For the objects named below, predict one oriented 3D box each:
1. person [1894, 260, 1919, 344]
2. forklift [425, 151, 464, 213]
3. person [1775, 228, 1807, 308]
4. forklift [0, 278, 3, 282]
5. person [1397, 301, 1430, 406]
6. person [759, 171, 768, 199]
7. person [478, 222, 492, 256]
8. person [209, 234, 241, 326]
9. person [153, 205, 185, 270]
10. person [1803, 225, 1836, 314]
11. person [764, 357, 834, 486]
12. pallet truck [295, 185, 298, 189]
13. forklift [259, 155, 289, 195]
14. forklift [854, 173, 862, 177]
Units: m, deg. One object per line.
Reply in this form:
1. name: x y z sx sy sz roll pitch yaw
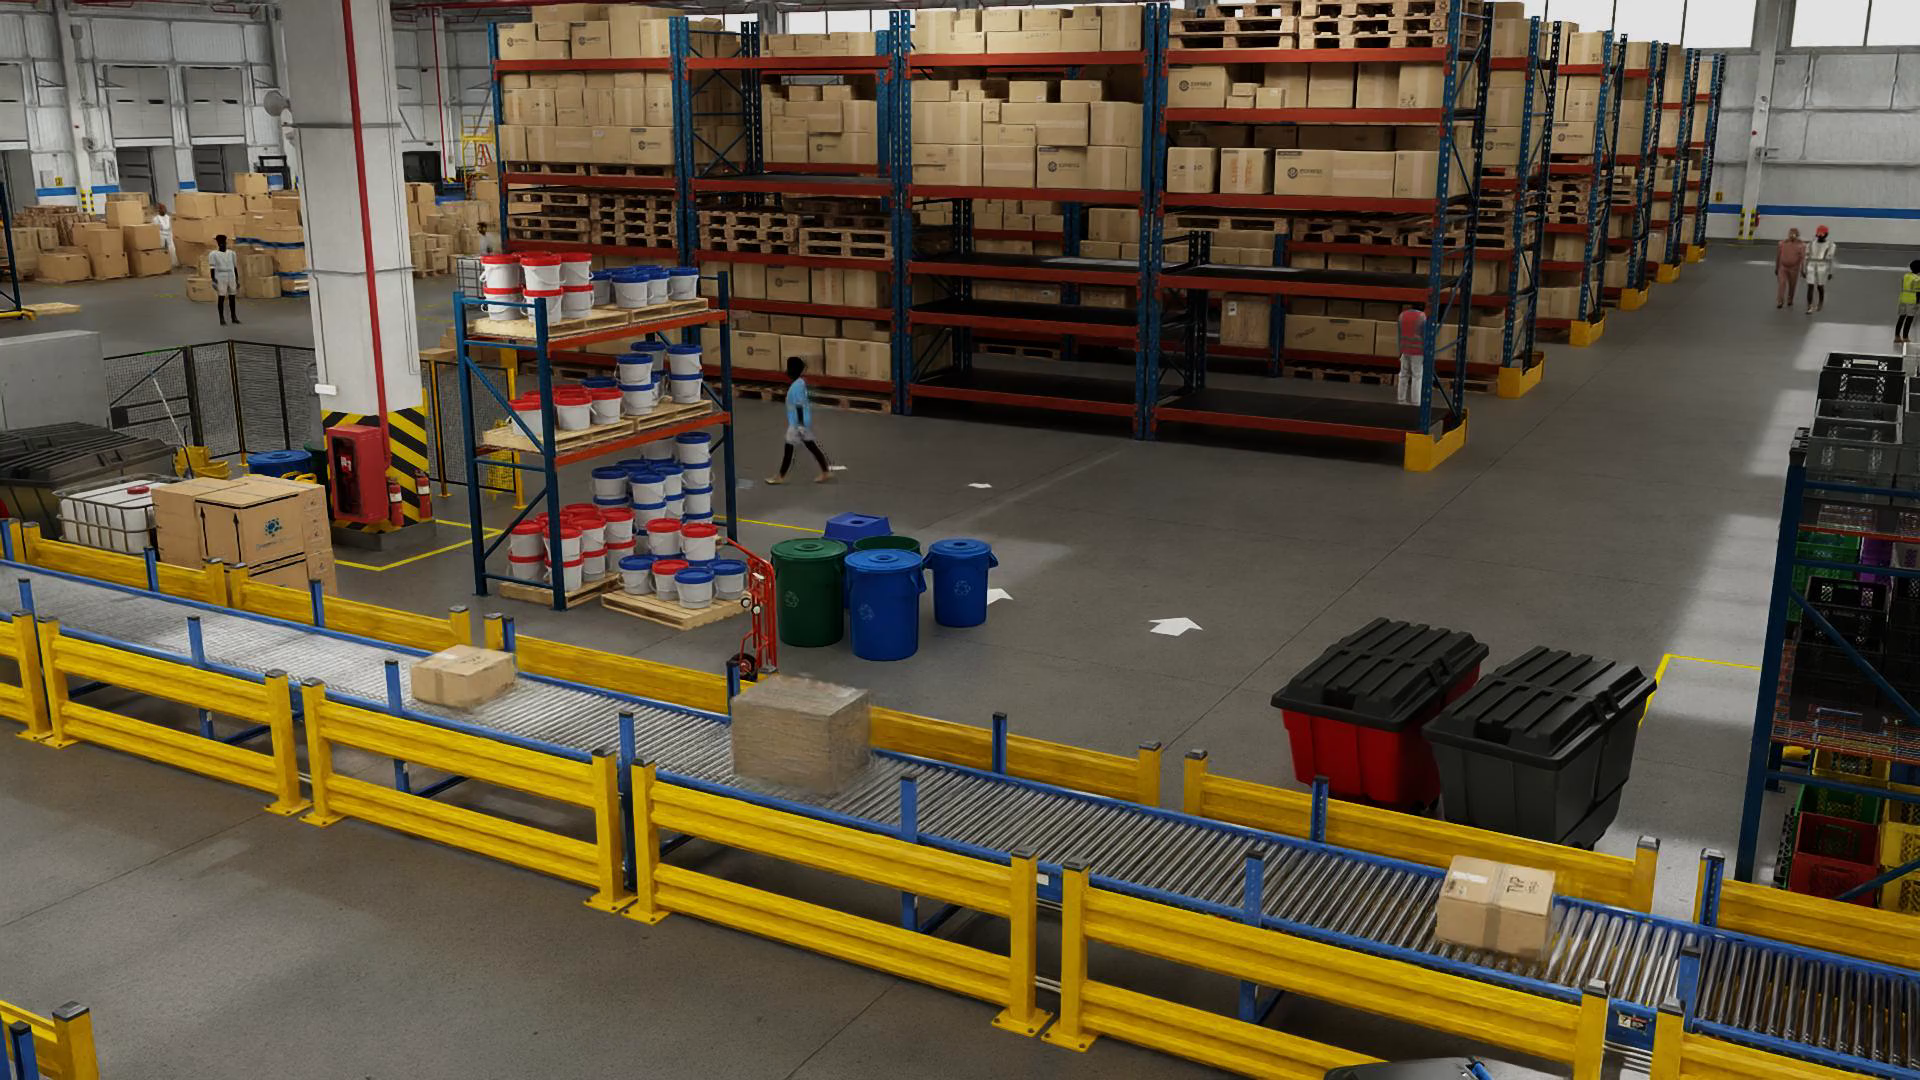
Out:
1. person: 19.019 -4.766 33.302 0.321 1.691 0.535 -2 15 -8
2. forklift: -20.276 -13.633 64.351 1.873 2.768 1.129 1 15 2
3. person: 19.562 -6.422 39.179 0.654 1.869 0.941 9 18 31
4. forklift: -26.395 -8.043 43.338 1.129 2.768 1.873 8 17 28
5. person: 7.158 -2.948 26.196 0.429 1.835 0.623 -10 18 -33
6. person: -8.060 -14.013 67.588 0.630 1.937 0.373 1 15 2
7. person: -11.827 -6.921 41.121 0.913 1.830 0.554 -13 20 -41
8. person: -15.916 -5.637 36.040 0.361 1.963 0.613 13 19 39
9. person: -22.653 -8.620 47.490 0.923 1.837 0.600 8 17 28
10. person: 19.625 -6.189 38.013 0.612 2.025 0.709 11 19 36
11. person: -2.021 -1.503 21.098 0.875 1.655 0.540 0 15 2
12. pallet truck: -26.804 -14.617 69.738 1.885 1.965 0.823 -14 20 -42
13. forklift: -24.419 -12.329 59.450 1.129 2.768 1.873 -6 16 -23
14. forklift: -3.668 -11.581 56.638 1.873 2.768 1.129 -11 18 -35
